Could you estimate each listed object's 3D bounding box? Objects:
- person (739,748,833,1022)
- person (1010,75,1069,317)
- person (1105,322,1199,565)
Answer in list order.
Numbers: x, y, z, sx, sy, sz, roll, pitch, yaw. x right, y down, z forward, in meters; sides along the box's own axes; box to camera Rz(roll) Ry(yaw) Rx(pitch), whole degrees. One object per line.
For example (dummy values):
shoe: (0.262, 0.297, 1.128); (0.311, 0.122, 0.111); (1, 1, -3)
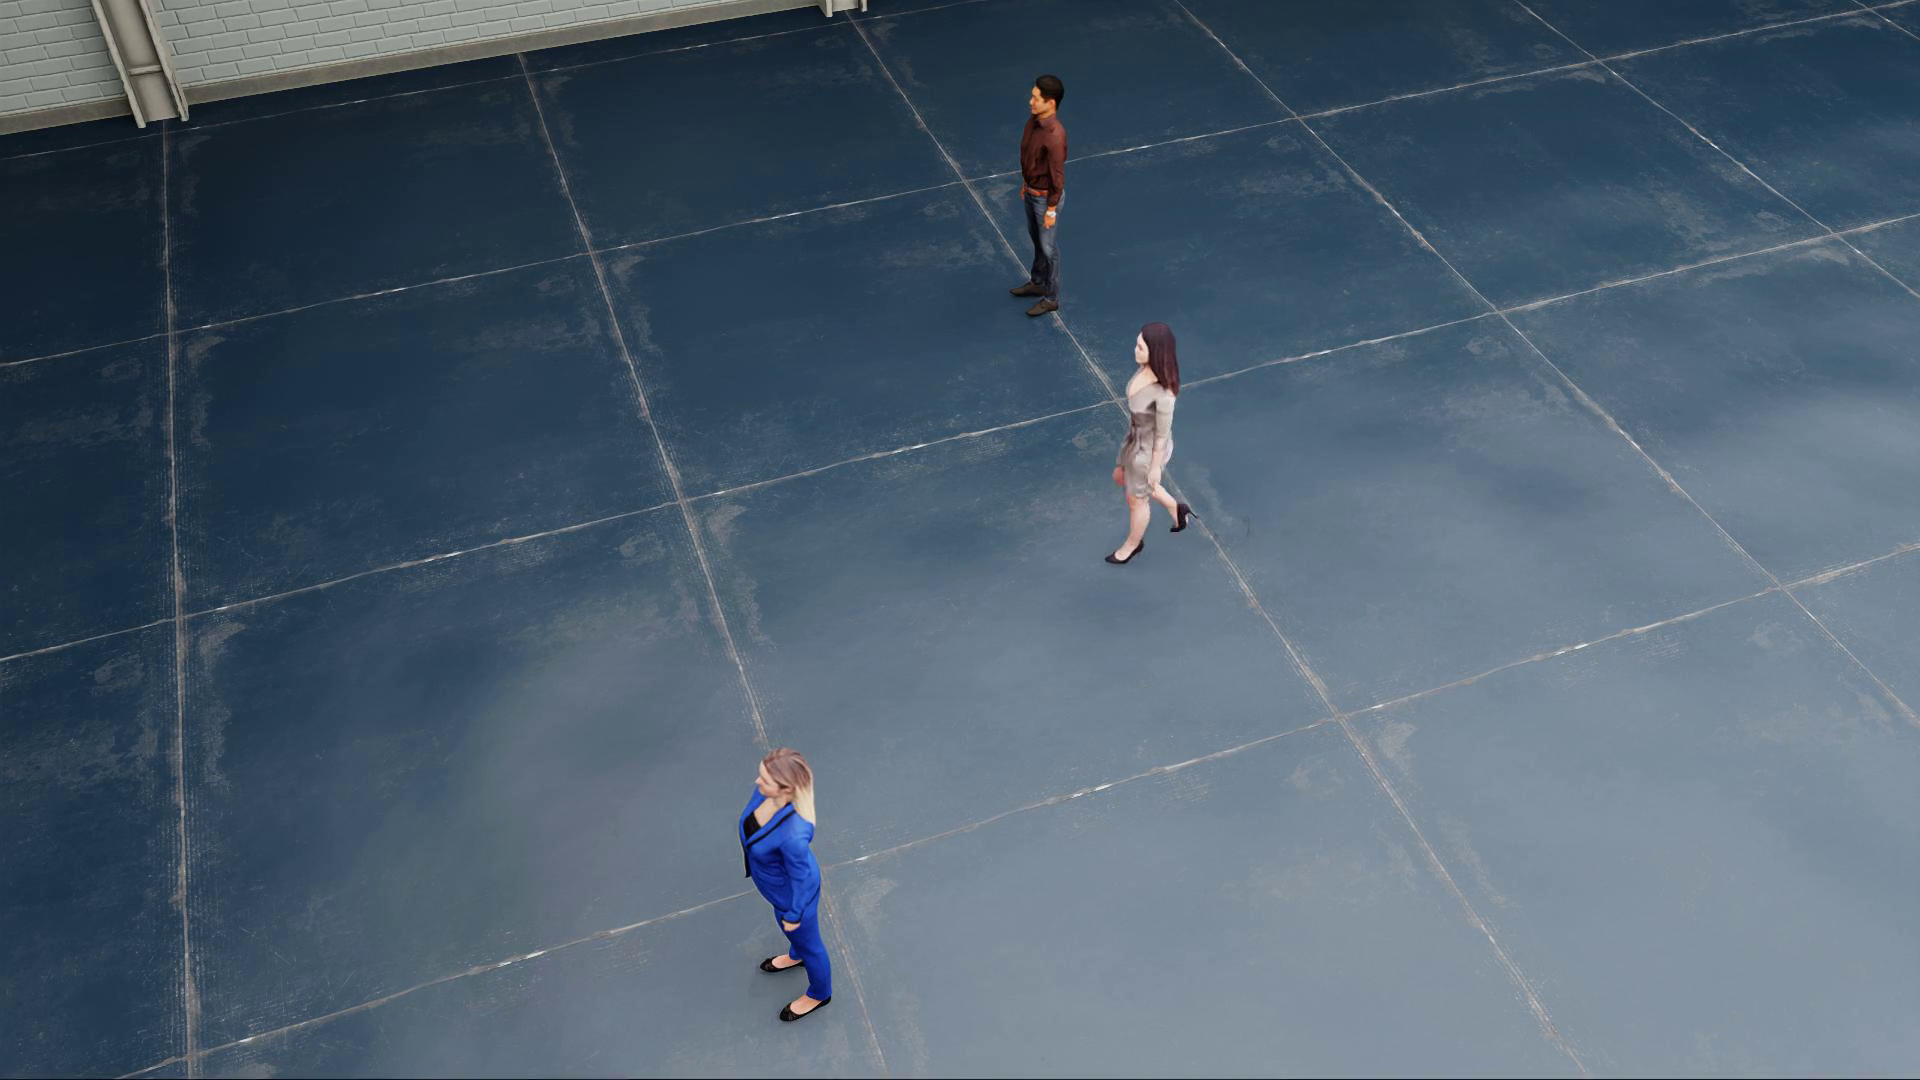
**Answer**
person: (-0.744, 1.500, 7.362); (0.546, 1.701, 0.611); (-15, 45, -16)
person: (0.581, -2.376, 11.453); (0.517, 1.782, 0.645); (-15, 45, -16)
person: (1.141, -0.535, 9.515); (0.839, 1.735, 0.685); (-6, 43, -6)
